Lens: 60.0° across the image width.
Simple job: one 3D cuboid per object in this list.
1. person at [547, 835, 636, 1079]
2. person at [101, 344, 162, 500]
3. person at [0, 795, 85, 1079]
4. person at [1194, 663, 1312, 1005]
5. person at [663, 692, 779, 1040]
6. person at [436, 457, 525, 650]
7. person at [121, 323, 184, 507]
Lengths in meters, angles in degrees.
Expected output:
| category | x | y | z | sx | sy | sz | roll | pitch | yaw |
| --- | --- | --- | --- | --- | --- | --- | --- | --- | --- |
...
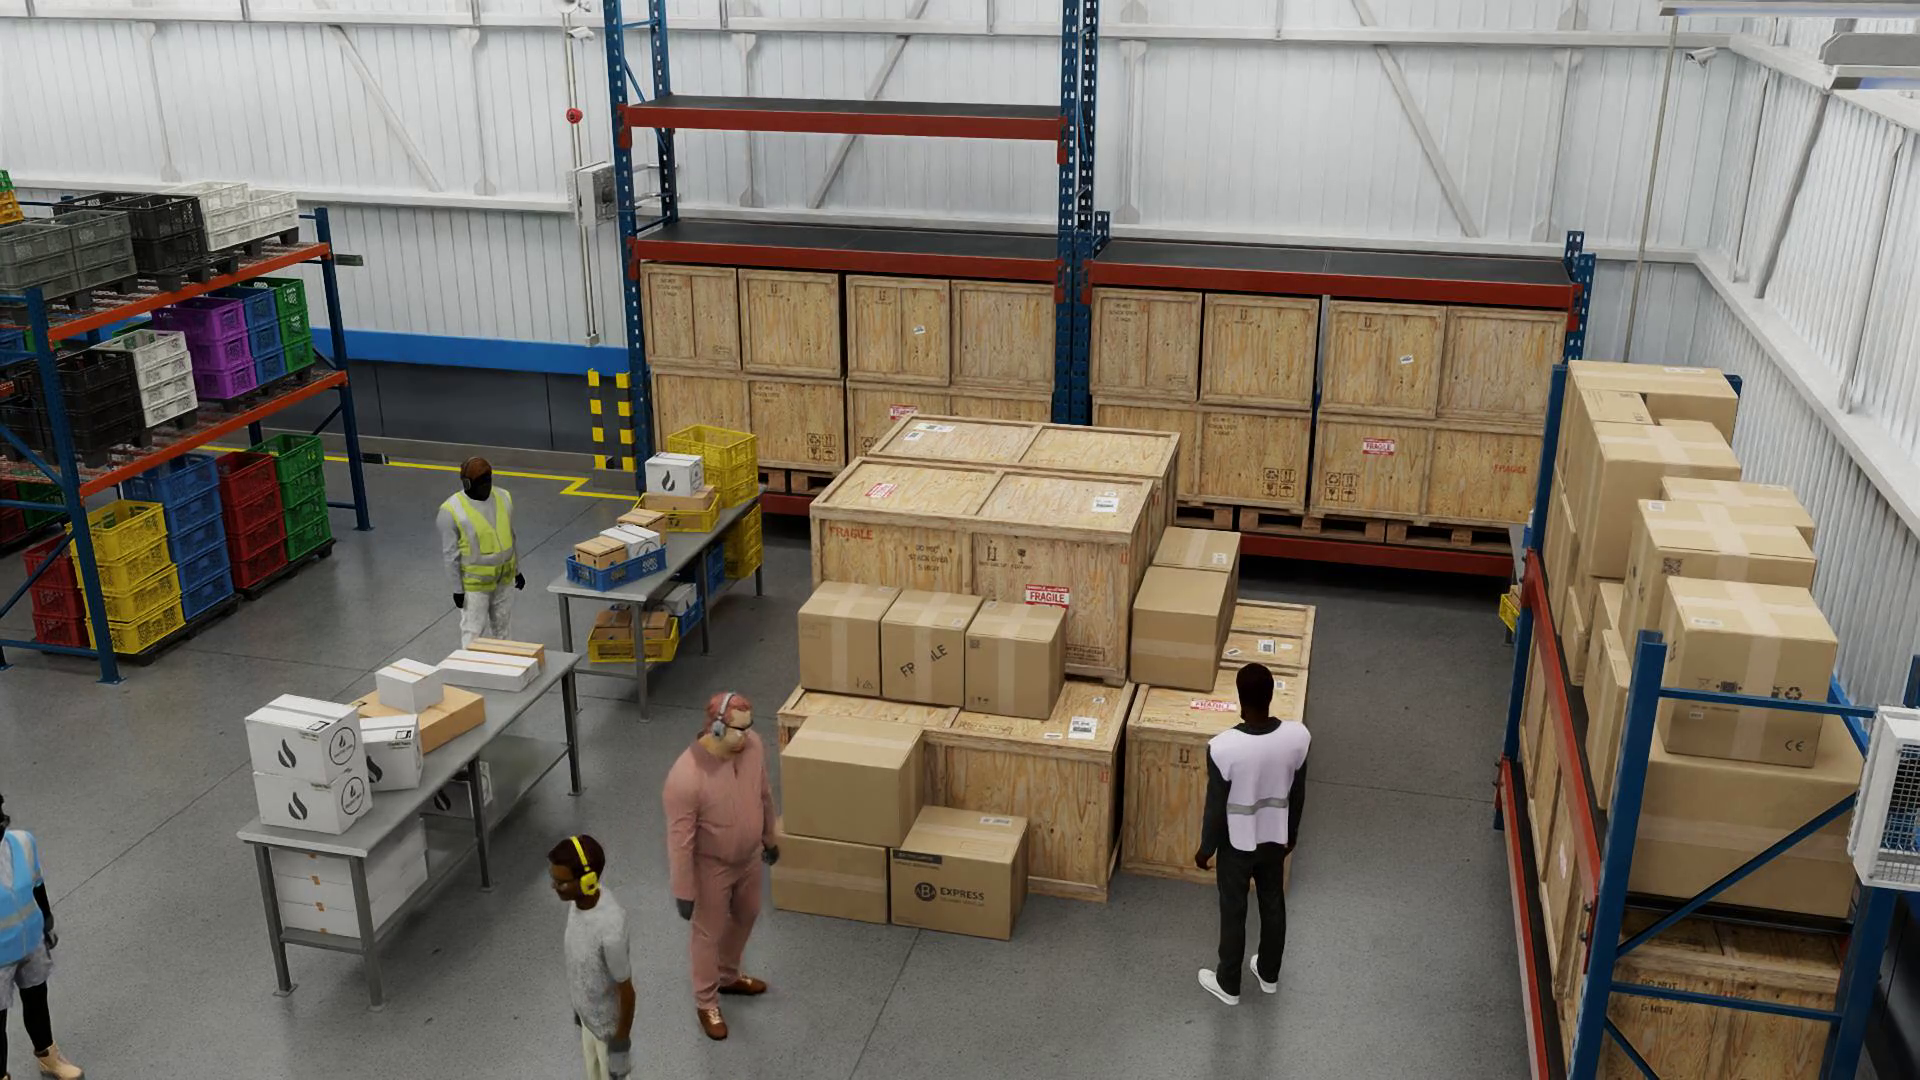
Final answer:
| category | x | y | z | sx | sy | sz | roll | pitch | yaw |
| --- | --- | --- | --- | --- | --- | --- | --- | --- | --- |
| person | -1.576 | 2.109 | 7.274 | 0.310 | 1.864 | 0.534 | -13 | 24 | -30 |
| person | -7.472 | -0.846 | 14.980 | 0.573 | 1.883 | 0.355 | 0 | 21 | 0 |
| person | -4.559 | 1.942 | 7.952 | 0.319 | 1.694 | 0.535 | 8 | 22 | 20 |
| person | 1.520 | 1.545 | 8.683 | 0.587 | 1.914 | 0.391 | -7 | 22 | -19 |
| person | -1.201 | 1.632 | 8.486 | 0.424 | 1.897 | 0.686 | 13 | 25 | 31 |
| person | -3.432 | 0.282 | 12.085 | 0.429 | 1.845 | 0.621 | 15 | 26 | 35 |
| person | -7.612 | -1.063 | 15.491 | 0.647 | 1.918 | 0.641 | 0 | 21 | 1 |
